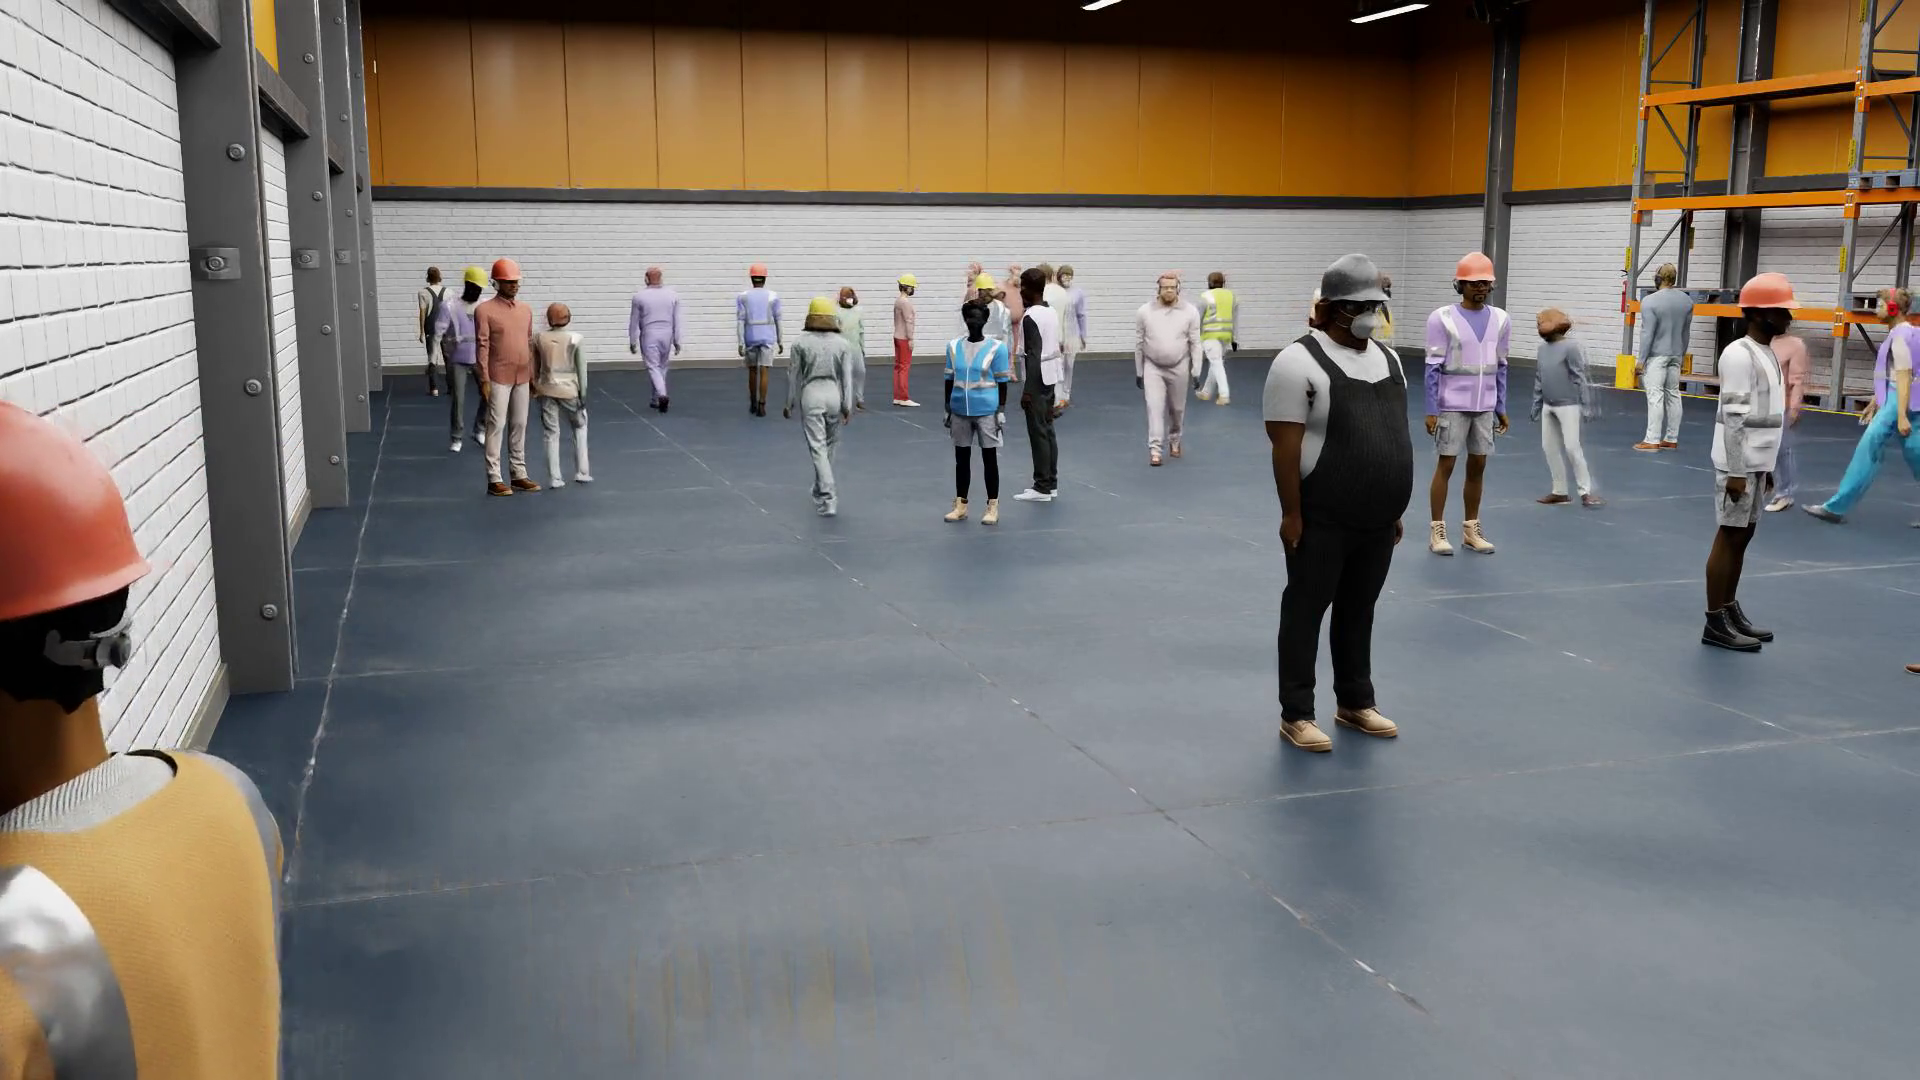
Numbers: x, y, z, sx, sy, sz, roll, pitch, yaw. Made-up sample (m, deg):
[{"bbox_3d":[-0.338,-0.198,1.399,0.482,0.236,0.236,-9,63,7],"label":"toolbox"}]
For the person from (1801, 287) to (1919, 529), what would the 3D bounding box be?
[{"bbox_3d":[6.936,-0.975,12.371,1.011,1.789,0.558,8,12,38],"label":"person"}]

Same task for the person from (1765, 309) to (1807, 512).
[{"bbox_3d":[6.267,-1.028,12.888,0.943,1.707,0.538,-8,12,-38],"label":"person"}]

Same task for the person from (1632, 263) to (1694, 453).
[{"bbox_3d":[7.197,-1.862,17.060,0.629,1.940,0.377,-4,10,-21],"label":"person"}]

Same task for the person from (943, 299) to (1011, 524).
[{"bbox_3d":[0.112,-0.966,12.561,0.541,1.700,0.316,4,11,24],"label":"person"}]

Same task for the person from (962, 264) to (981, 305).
[{"bbox_3d":[0.226,-3.443,26.426,0.403,1.870,0.757,2,10,11],"label":"person"}]

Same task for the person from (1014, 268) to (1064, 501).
[{"bbox_3d":[0.660,-1.278,13.744,0.370,1.915,0.597,3,10,19],"label":"person"}]

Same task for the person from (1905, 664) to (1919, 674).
[{"bbox_3d":[4.756,-0.221,7.776,0.327,1.865,0.521,1,10,8],"label":"person"}]

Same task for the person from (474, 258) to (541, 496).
[{"bbox_3d":[-3.815,-1.375,14.078,0.396,1.992,0.622,6,12,32],"label":"person"}]

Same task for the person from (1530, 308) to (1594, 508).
[{"bbox_3d":[4.859,-1.055,13.379,0.392,1.595,0.655,-3,10,-19],"label":"person"}]

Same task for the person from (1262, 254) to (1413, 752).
[{"bbox_3d":[1.615,-0.156,6.884,0.683,2.000,0.538,-6,11,-31],"label":"person"}]

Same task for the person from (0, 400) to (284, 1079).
[{"bbox_3d":[-0.813,0.830,1.494,0.414,1.932,0.566,1,10,3],"label":"person"}]

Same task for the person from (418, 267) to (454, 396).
[{"bbox_3d":[-7.494,-2.987,23.849,0.516,1.842,0.325,-6,11,-31],"label":"person"}]

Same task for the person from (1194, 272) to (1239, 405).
[{"bbox_3d":[3.473,-2.736,22.588,0.623,1.791,0.976,-5,11,-29],"label":"person"}]

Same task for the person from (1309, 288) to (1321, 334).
[{"bbox_3d":[5.718,-3.298,25.739,0.601,1.815,0.430,0,10,-3],"label":"person"}]

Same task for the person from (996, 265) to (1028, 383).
[{"bbox_3d":[0.762,-3.444,26.460,0.665,1.868,0.848,-6,11,-30],"label":"person"}]

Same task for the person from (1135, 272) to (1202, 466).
[{"bbox_3d":[2.035,-1.687,16.269,0.652,1.871,0.952,1,10,7],"label":"person"}]

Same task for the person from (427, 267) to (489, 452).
[{"bbox_3d":[-5.130,-1.848,17.115,0.788,1.897,0.454,-6,11,-30],"label":"person"}]

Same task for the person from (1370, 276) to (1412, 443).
[{"bbox_3d":[4.415,-1.948,17.967,0.940,1.807,0.654,8,13,40],"label":"person"}]

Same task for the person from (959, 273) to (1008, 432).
[{"bbox_3d":[0.283,-2.108,18.837,0.627,1.812,0.459,-4,11,-24],"label":"person"}]

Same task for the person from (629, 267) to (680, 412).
[{"bbox_3d":[-3.934,-2.600,21.555,0.654,1.878,0.913,-6,11,-30],"label":"person"}]

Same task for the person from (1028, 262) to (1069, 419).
[{"bbox_3d":[1.008,-2.345,19.868,0.423,1.928,0.661,9,13,42],"label":"person"}]

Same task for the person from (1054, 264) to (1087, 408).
[{"bbox_3d":[1.338,-2.653,21.780,0.679,1.889,0.533,-3,10,-17],"label":"person"}]

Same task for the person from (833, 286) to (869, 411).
[{"bbox_3d":[-1.403,-2.454,21.444,0.520,1.606,0.670,-5,11,-29],"label":"person"}]

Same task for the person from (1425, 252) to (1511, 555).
[{"bbox_3d":[3.442,-0.912,11.253,0.615,2.042,0.374,-2,10,-13],"label":"person"}]

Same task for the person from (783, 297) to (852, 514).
[{"bbox_3d":[-1.114,-1.070,13.165,0.504,1.691,0.912,-4,11,-22],"label":"person"}]

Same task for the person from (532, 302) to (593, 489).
[{"bbox_3d":[-3.468,-1.267,14.559,0.508,1.614,0.616,1,10,5],"label":"person"}]

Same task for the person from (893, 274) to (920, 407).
[{"bbox_3d":[-0.721,-2.659,22.200,0.328,1.759,0.524,-4,10,-20],"label":"person"}]

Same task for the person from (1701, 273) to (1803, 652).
[{"bbox_3d":[4.096,-0.403,8.609,0.363,1.939,0.542,8,13,39],"label":"person"}]

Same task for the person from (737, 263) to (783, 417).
[{"bbox_3d":[-2.519,-2.534,21.038,0.569,1.901,0.914,-1,10,-3],"label":"person"}]

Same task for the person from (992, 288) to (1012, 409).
[{"bbox_3d":[0.381,-2.454,21.498,0.554,1.591,0.884,-5,11,-28],"label":"person"}]
